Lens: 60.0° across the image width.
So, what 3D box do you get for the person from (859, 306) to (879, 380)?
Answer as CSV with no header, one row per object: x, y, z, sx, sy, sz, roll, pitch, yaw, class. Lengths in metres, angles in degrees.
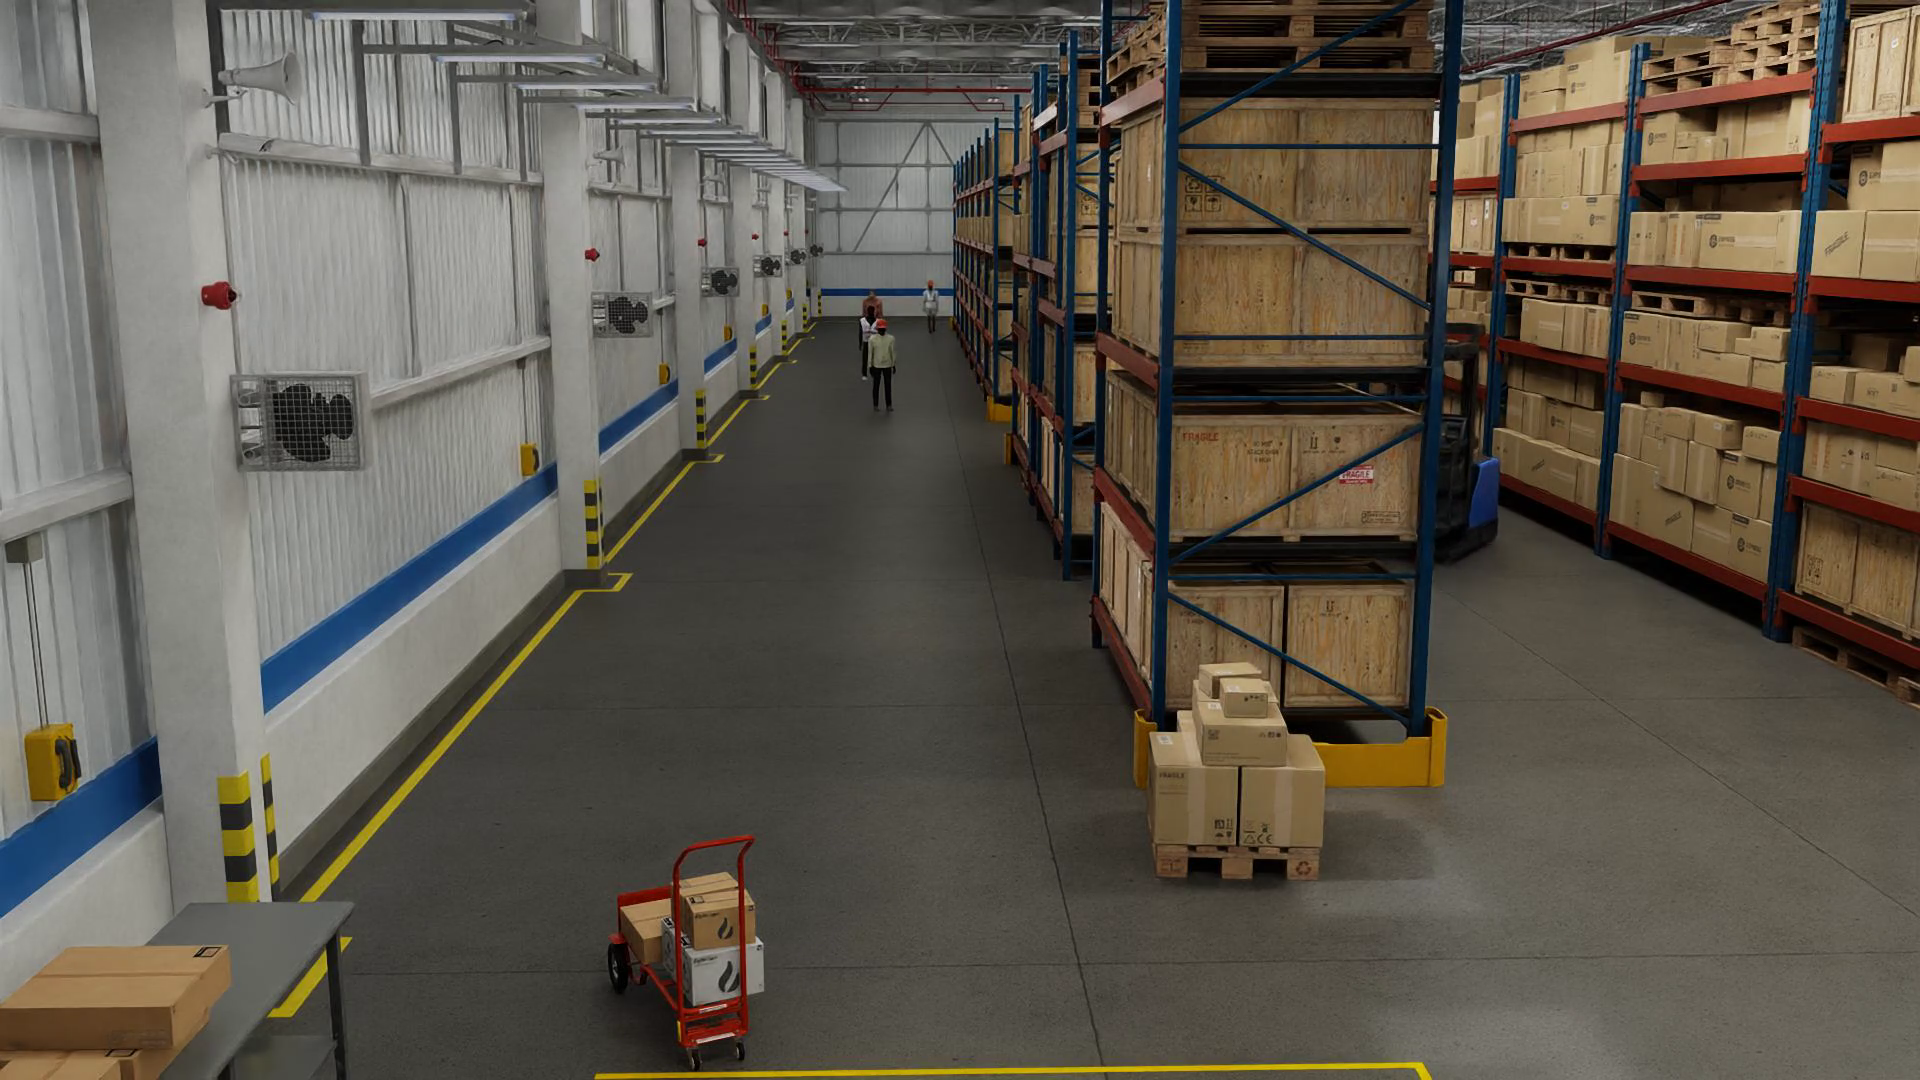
-2.294,-5.043,42.638,0.601,1.906,0.411,-2,11,-10,person

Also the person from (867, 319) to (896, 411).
-1.676,-3.754,35.721,0.618,1.986,0.410,-3,11,-15,person

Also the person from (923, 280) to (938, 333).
-1.076,-8.442,60.279,0.570,1.913,0.780,1,11,4,person

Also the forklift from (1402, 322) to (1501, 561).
5.933,-1.298,20.604,1.129,2.768,1.873,8,13,36,forklift

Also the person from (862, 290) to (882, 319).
-2.806,-7.056,53.155,0.658,1.893,0.544,1,11,3,person
